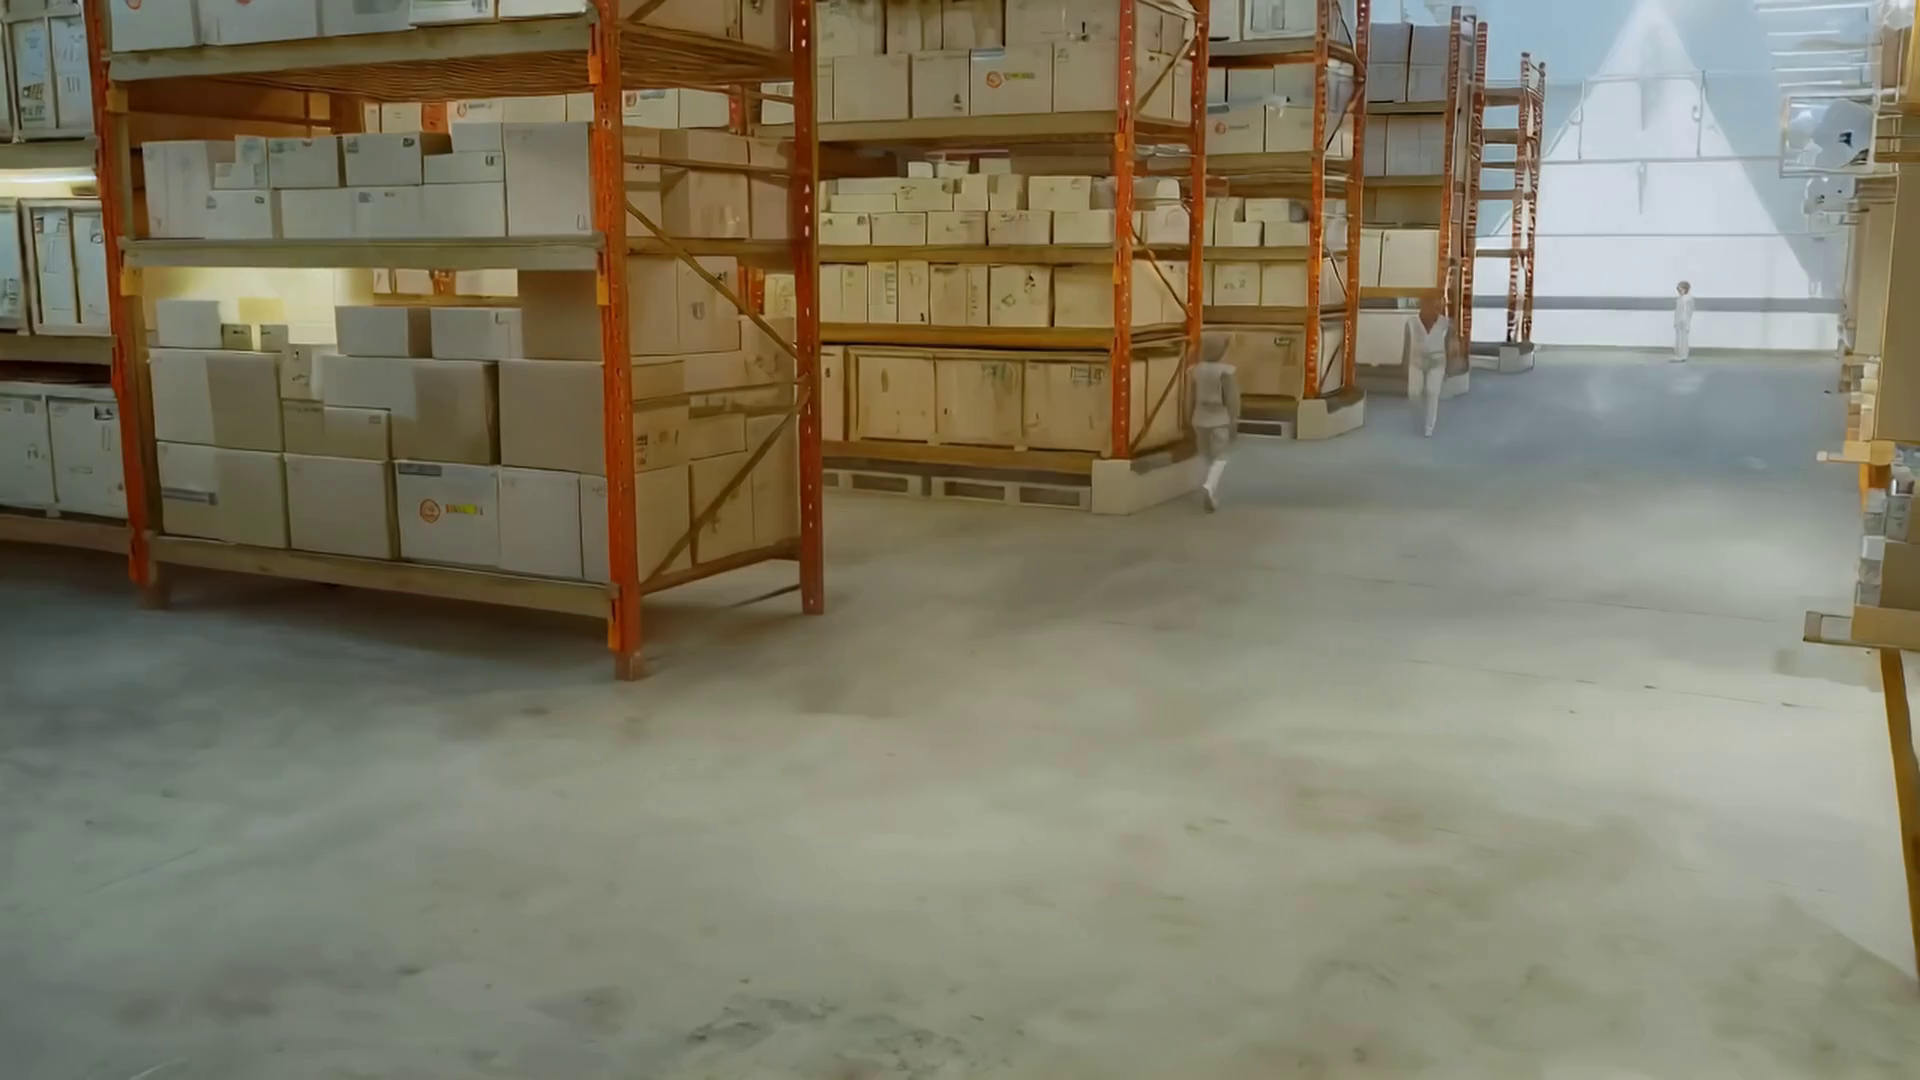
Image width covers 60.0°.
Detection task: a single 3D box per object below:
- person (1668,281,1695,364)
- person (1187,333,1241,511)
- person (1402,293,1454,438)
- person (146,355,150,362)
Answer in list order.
[{"bbox_3d":[15.256,-4.597,35.146,0.339,1.742,0.563,-2,10,-9],"label":"person"},{"bbox_3d":[2.240,-1.030,14.855,0.521,1.619,0.567,6,11,31],"label":"person"},{"bbox_3d":[5.910,-2.198,21.030,0.630,1.830,0.446,3,10,16],"label":"person"},{"bbox_3d":[-8.533,-1.663,17.510,0.899,1.970,0.608,6,11,30],"label":"person"}]
